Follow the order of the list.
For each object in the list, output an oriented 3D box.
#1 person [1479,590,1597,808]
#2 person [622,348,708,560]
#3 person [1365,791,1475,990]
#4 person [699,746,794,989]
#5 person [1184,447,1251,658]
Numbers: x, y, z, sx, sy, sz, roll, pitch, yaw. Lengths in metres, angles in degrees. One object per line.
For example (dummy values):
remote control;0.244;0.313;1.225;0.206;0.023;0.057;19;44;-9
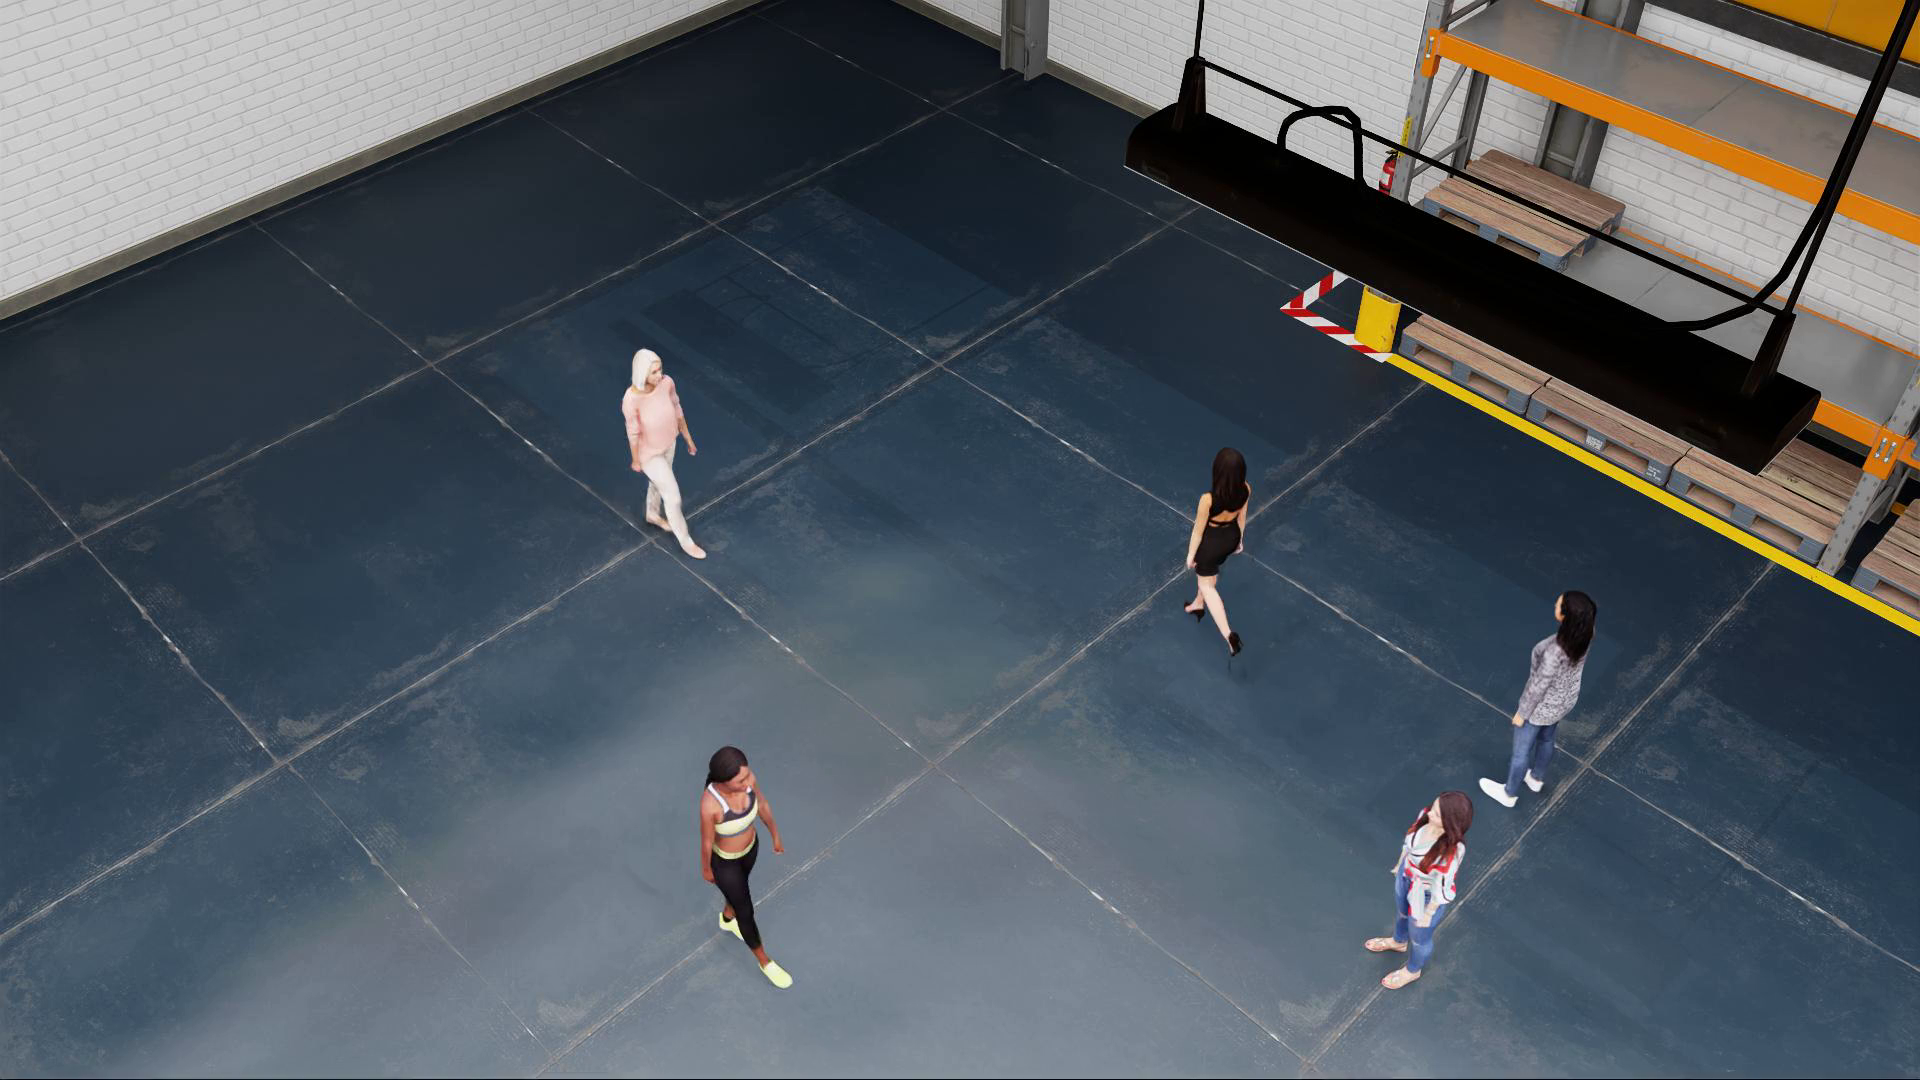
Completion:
person;3.560;0.967;10.057;0.641;1.731;0.569;-28;50;-26
person;-2.217;-0.690;11.818;0.952;1.700;0.715;23;48;22
person;2.558;1.905;9.158;0.723;1.614;0.630;-6;44;-6
person;-1.314;1.705;9.280;0.921;1.735;0.665;29;51;27
person;1.741;0.101;11.040;0.774;1.629;1.033;-18;46;-18
